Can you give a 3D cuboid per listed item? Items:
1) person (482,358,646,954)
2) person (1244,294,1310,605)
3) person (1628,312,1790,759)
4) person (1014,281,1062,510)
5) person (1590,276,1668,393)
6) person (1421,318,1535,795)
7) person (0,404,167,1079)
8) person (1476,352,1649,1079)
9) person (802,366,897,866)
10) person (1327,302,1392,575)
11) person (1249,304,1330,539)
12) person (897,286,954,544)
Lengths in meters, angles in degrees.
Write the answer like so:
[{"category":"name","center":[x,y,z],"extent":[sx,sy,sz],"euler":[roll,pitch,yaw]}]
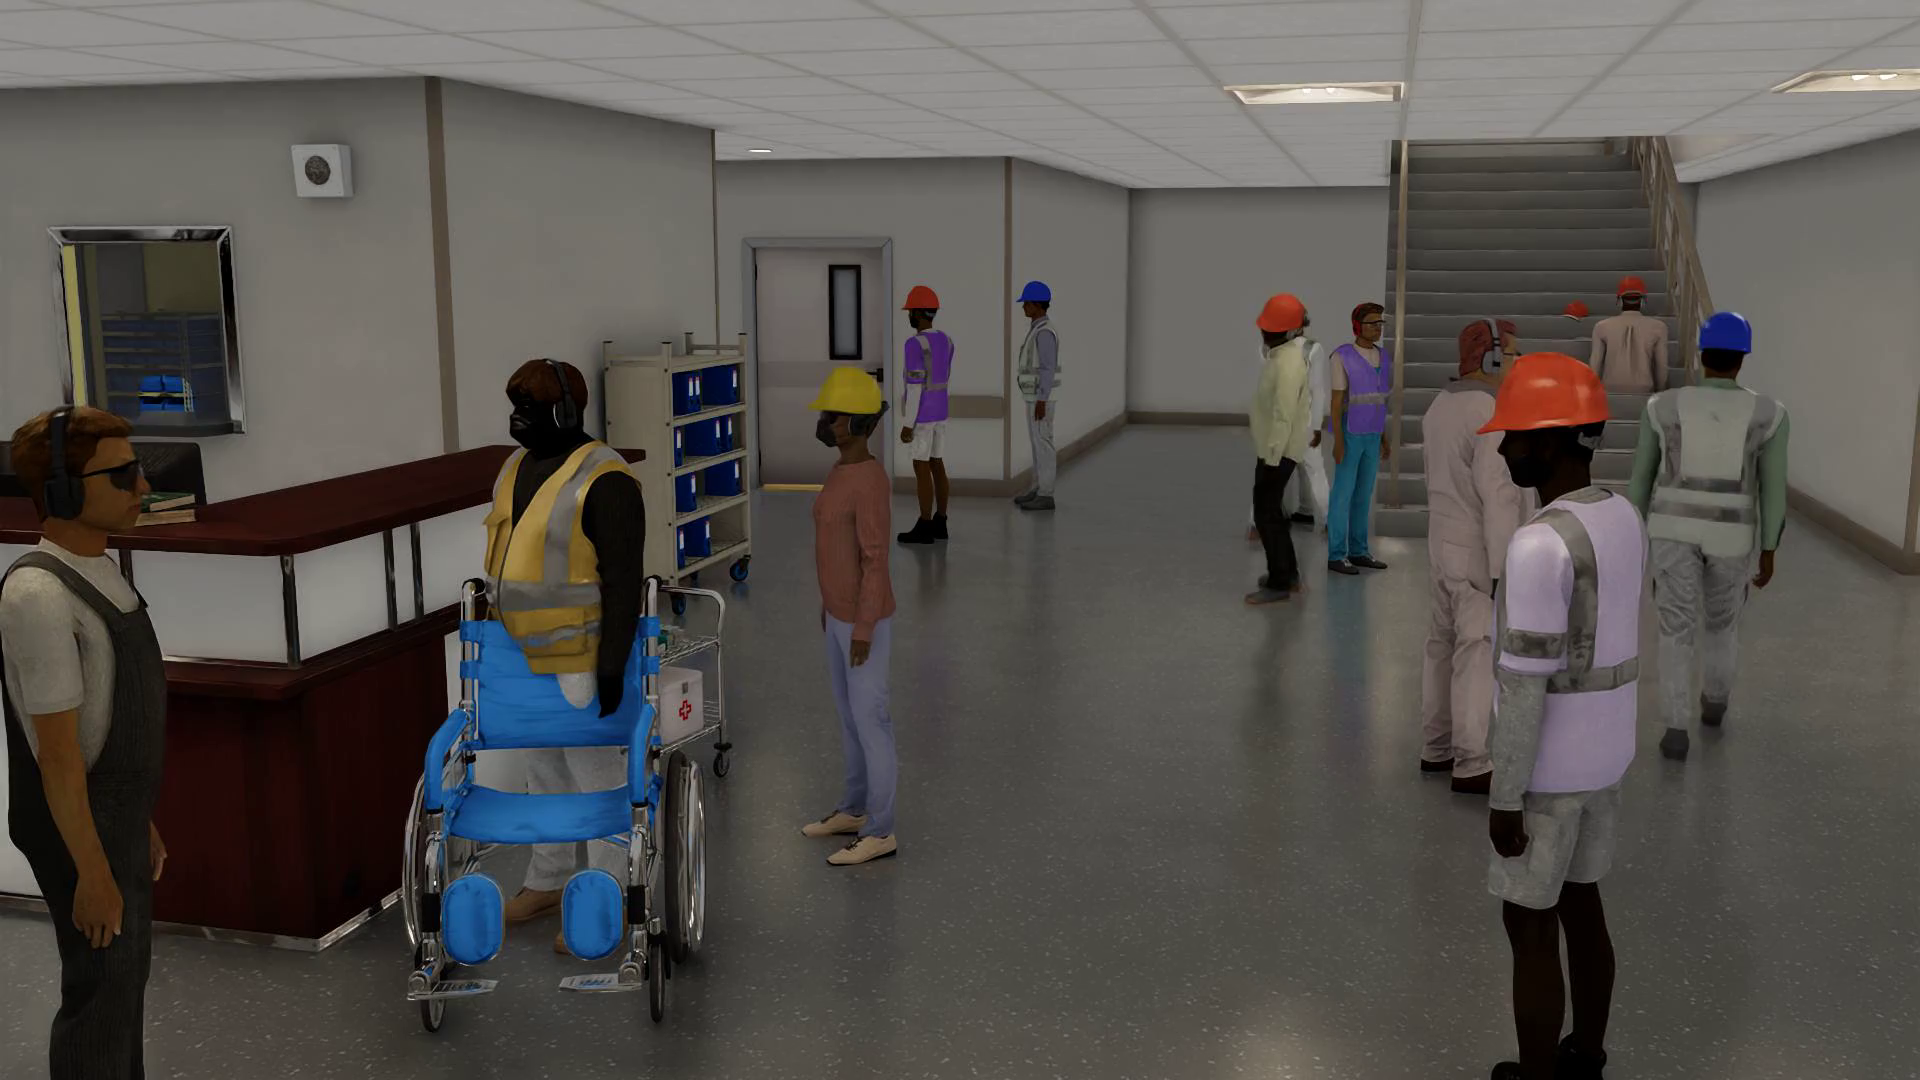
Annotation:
[{"category":"person","center":[-1.259,0.355,5.213],"extent":[0.632,1.843,0.429],"euler":[8,13,40]},{"category":"person","center":[1.976,-0.549,10.278],"extent":[0.396,1.932,0.767],"euler":[1,10,5]},{"category":"person","center":[3.285,-0.046,7.363],"extent":[0.625,1.896,0.958],"euler":[4,10,23]},{"category":"person","center":[0.670,-1.231,14.231],"extent":[0.388,1.947,0.612],"euler":[-1,10,-6]},{"category":"person","center":[5.678,-1.241,14.159],"extent":[0.624,1.991,0.403],"euler":[4,10,20]},{"category":"person","center":[2.101,0.065,6.728],"extent":[0.411,1.908,0.643],"euler":[-1,10,-7]},{"category":"person","center":[-1.816,0.634,3.547],"extent":[0.345,1.847,0.508],"euler":[-3,10,-17]},{"category":"person","center":[1.405,0.516,4.007],"extent":[0.390,1.929,0.545],"euler":[9,13,44]},{"category":"person","center":[-0.390,0.267,5.946],"extent":[0.301,1.772,0.524],"euler":[-3,10,-19]},{"category":"person","center":[2.730,-0.700,11.406],"extent":[0.563,1.848,0.389],"euler":[-8,12,-39]},{"category":"person","center":[2.553,-0.922,12.808],"extent":[0.587,1.828,0.957],"euler":[8,13,40]},{"category":"person","center":[-0.277,-0.939,12.545],"extent":[0.357,1.938,0.542],"euler":[5,11,29]}]
